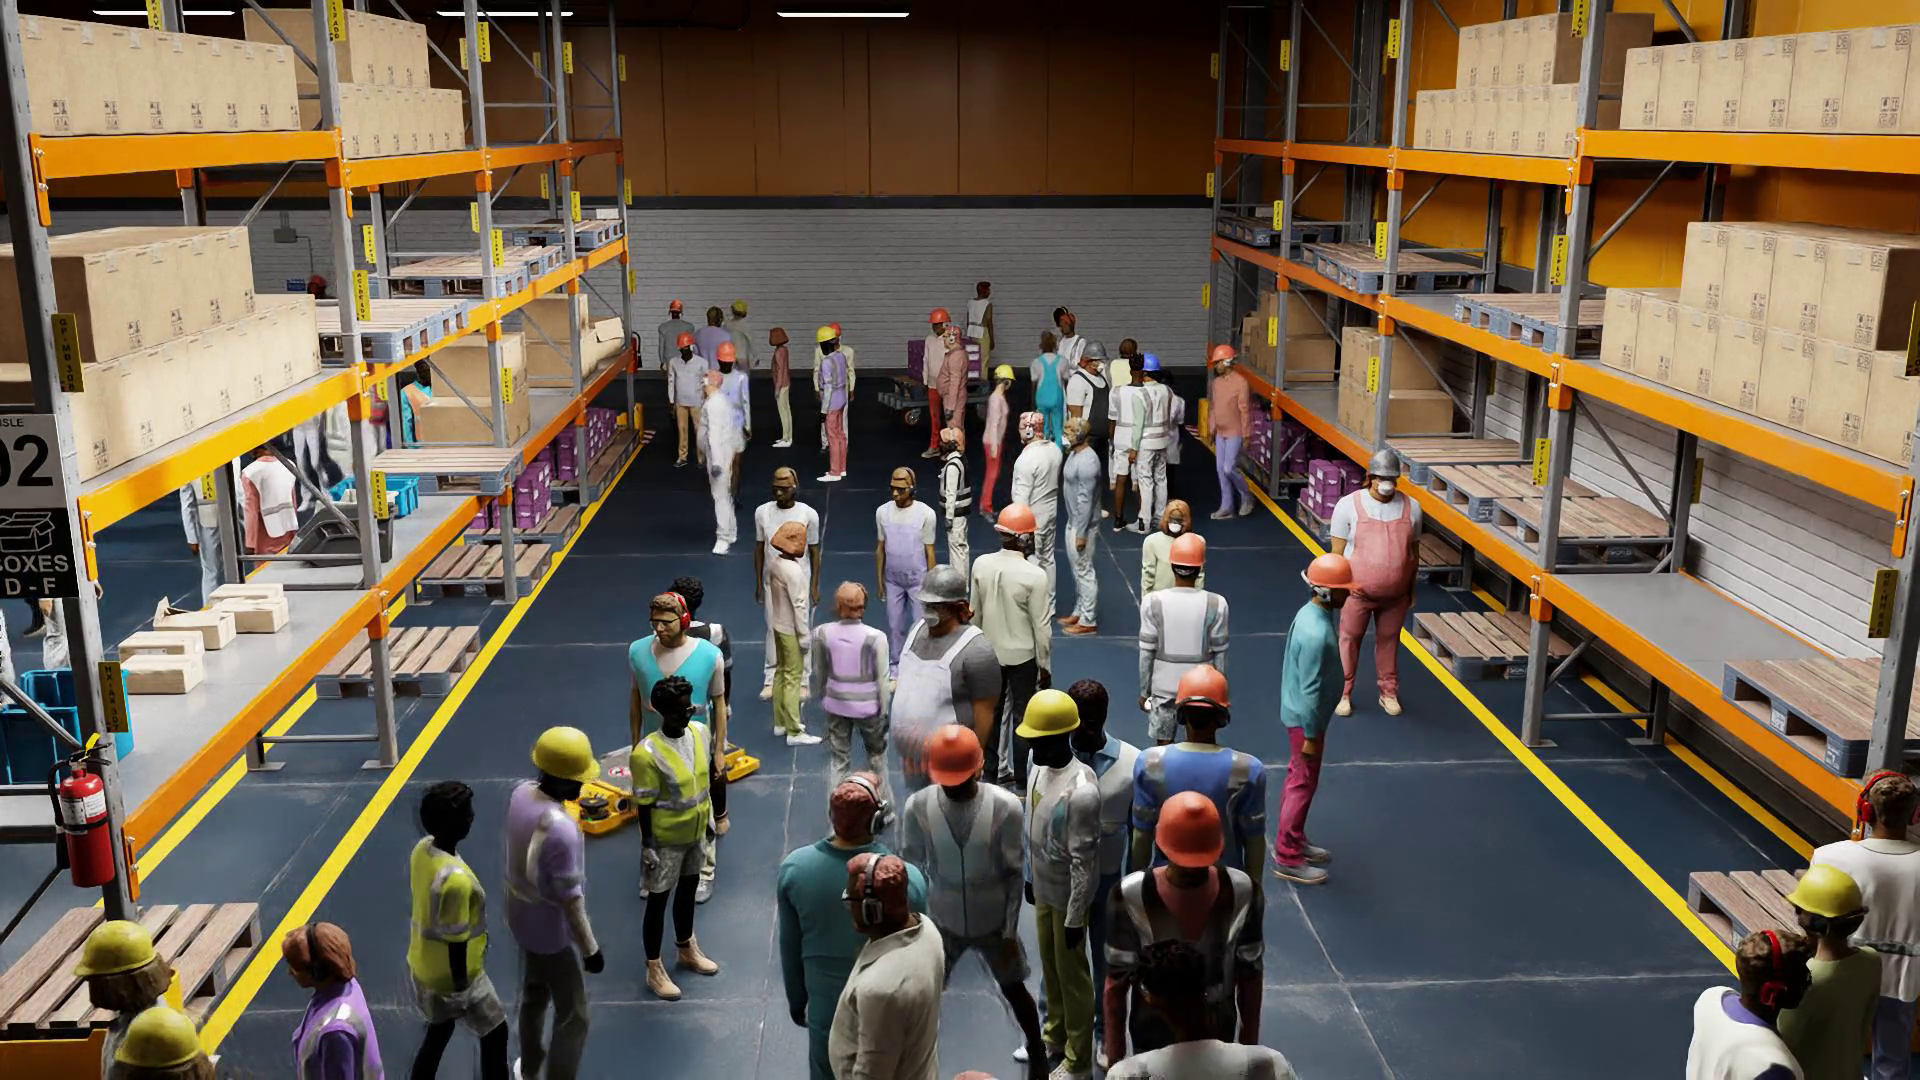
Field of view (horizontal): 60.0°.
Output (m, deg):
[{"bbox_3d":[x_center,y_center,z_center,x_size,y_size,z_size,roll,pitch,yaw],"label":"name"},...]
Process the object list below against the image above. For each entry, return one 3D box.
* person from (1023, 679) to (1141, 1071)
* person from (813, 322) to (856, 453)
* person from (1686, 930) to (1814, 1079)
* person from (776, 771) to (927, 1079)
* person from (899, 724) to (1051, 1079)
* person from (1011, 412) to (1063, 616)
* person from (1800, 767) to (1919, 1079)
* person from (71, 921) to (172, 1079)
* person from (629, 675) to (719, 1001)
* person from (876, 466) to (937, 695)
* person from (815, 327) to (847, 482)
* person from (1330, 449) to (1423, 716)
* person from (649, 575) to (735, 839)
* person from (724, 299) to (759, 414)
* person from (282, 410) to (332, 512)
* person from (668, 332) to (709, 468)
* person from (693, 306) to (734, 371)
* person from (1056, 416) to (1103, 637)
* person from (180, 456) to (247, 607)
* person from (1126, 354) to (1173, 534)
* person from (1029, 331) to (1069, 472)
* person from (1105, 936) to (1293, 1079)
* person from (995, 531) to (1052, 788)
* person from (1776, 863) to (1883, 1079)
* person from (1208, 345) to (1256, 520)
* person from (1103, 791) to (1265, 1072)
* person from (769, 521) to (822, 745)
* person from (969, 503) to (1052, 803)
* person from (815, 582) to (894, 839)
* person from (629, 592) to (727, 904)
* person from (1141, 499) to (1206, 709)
[{"bbox_3d":[0.588,1.561,7.838,0.591,1.920,0.393,2,14,9],"label":"person"},{"bbox_3d":[-1.684,-2.040,22.291,0.571,1.755,0.320,-1,14,-4],"label":"person"},{"bbox_3d":[2.600,2.165,5.603,0.388,1.847,0.564,0,14,1],"label":"person"},{"bbox_3d":[-0.400,1.849,6.726,0.643,1.910,0.400,5,15,19],"label":"person"},{"bbox_3d":[0.007,1.683,7.459,0.769,1.883,0.551,2,14,8],"label":"person"},{"bbox_3d":[0.649,-0.196,14.781,0.400,1.900,0.647,9,17,30],"label":"person"},{"bbox_3d":[3.762,1.846,6.886,0.560,1.836,0.394,4,15,15],"label":"person"},{"bbox_3d":[-2.870,2.149,5.877,0.315,1.742,0.492,-9,17,-31],"label":"person"},{"bbox_3d":[-1.453,1.497,8.528,0.318,1.695,0.539,9,17,31],"label":"person"},{"bbox_3d":[-0.417,0.325,12.863,0.501,1.839,0.340,5,15,21],"label":"person"},{"bbox_3d":[-1.598,-1.675,20.541,0.381,1.917,0.585,4,15,16],"label":"person"},{"bbox_3d":[3.125,0.325,12.442,0.682,2.000,0.537,-1,14,-2],"label":"person"},{"bbox_3d":[-1.665,1.048,10.281,0.577,1.696,0.319,-4,15,-17],"label":"person"},{"bbox_3d":[-3.327,-2.763,25.137,0.541,1.766,0.322,10,17,34],"label":"person"},{"bbox_3d":[-7.465,-1.255,19.016,0.583,1.849,0.509,1,14,6],"label":"person"},{"bbox_3d":[-3.481,-1.792,21.323,0.575,1.749,0.336,3,15,13],"label":"person"},{"bbox_3d":[-3.321,-2.187,22.521,0.629,1.934,0.377,8,16,28],"label":"person"},{"bbox_3d":[1.048,-0.124,14.438,0.371,1.931,0.629,-1,14,-5],"label":"person"},{"bbox_3d":[-6.439,-0.103,14.395,0.399,1.906,0.603,8,17,30],"label":"person"},{"bbox_3d":[2.043,-1.043,17.996,0.603,1.949,0.397,-14,20,-43],"label":"person"},{"bbox_3d":[1.123,-1.692,20.791,0.540,1.825,0.483,-1,14,-3],"label":"person"},{"bbox_3d":[0.751,2.224,5.309,0.675,1.895,0.870,1,14,6],"label":"person"},{"bbox_3d":[0.392,0.781,10.965,0.351,1.884,0.581,-13,19,-41],"label":"person"},{"bbox_3d":[3.174,2.050,6.230,0.524,1.762,0.339,-7,16,-26],"label":"person"},{"bbox_3d":[3.033,-1.196,18.605,0.498,1.955,0.653,-7,16,-27],"label":"person"},{"bbox_3d":[0.846,1.896,6.315,0.610,2.030,0.409,-1,14,-4],"label":"person"},{"bbox_3d":[-1.206,0.658,11.946,0.282,1.633,0.499,-7,16,-25],"label":"person"},{"bbox_3d":[0.351,0.732,10.936,0.624,1.992,0.390,11,18,37],"label":"person"},{"bbox_3d":[-0.670,1.056,10.401,0.544,1.614,0.532,5,15,20],"label":"person"},{"bbox_3d":[-1.604,1.171,9.511,0.568,1.843,0.374,3,15,11],"label":"person"},{"bbox_3d":[1.615,0.485,12.626,0.498,1.633,0.281,-2,14,-8],"label":"person"}]
